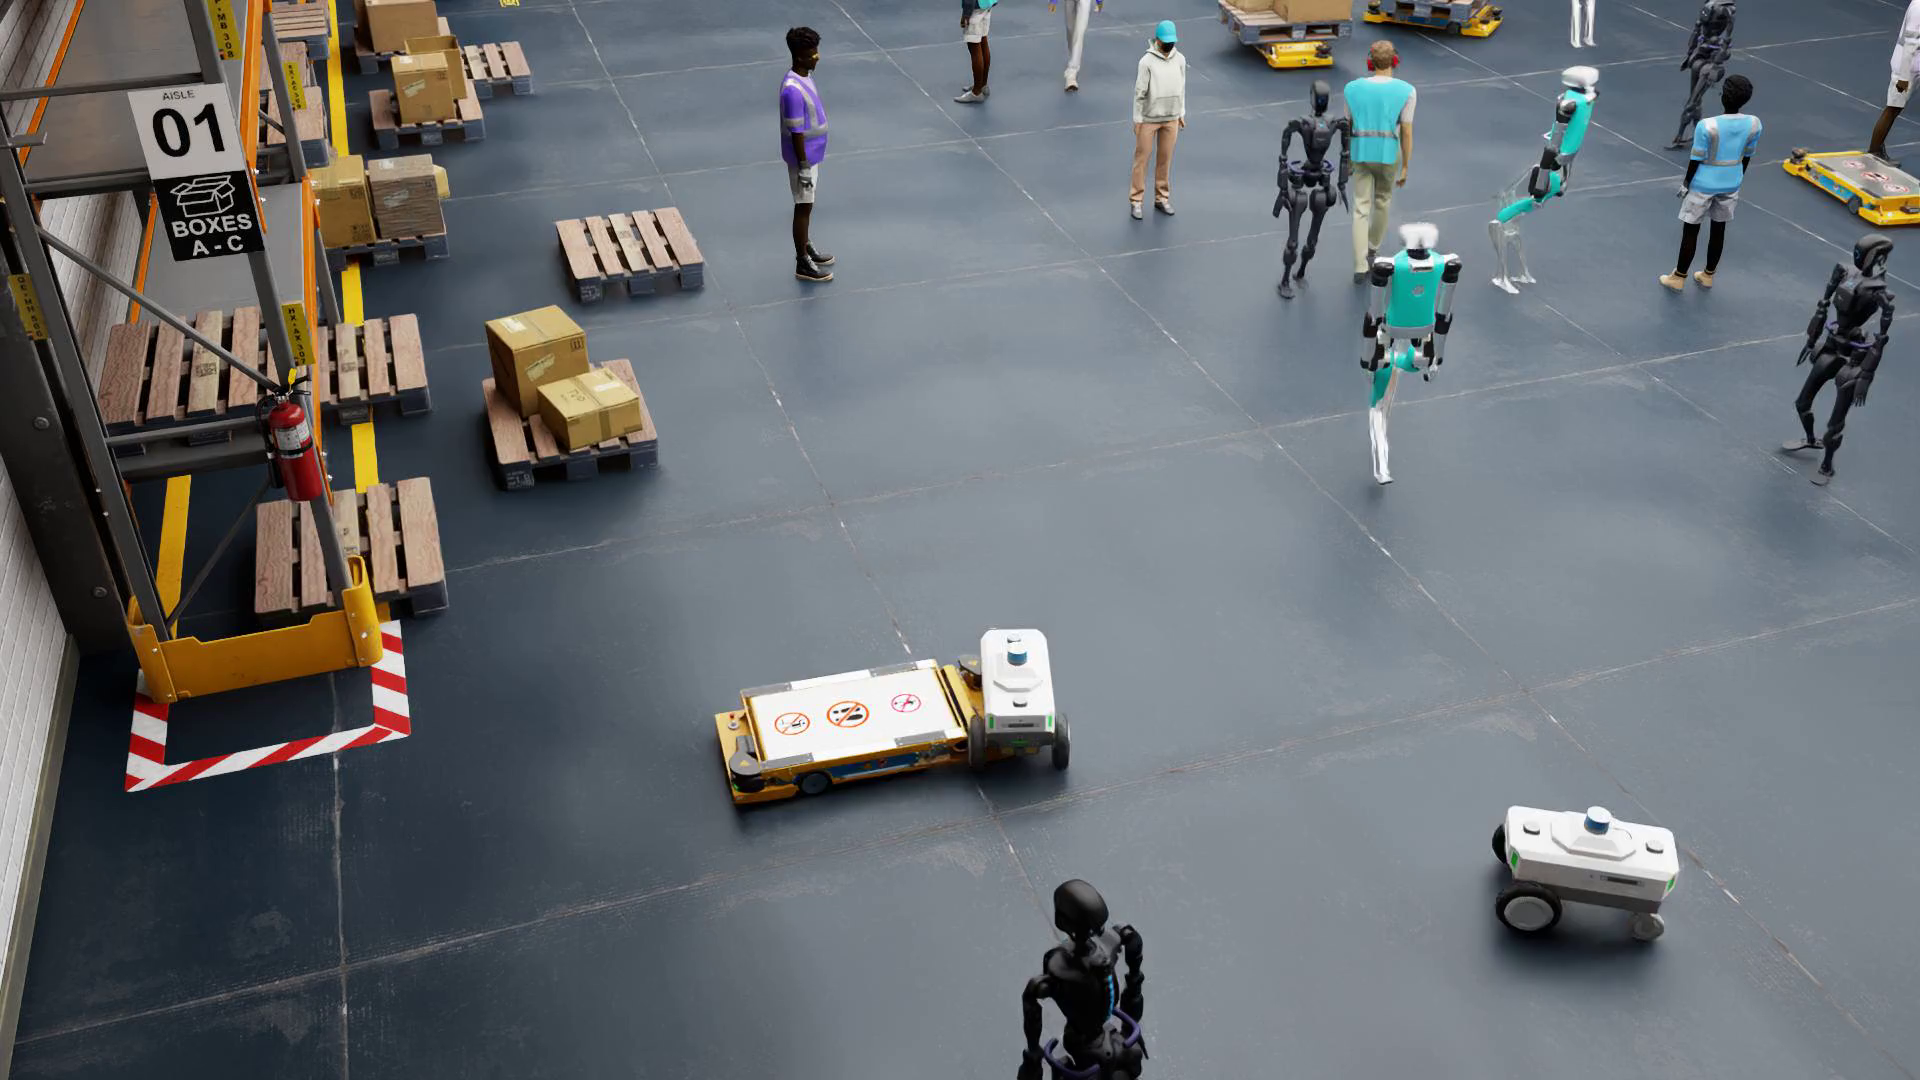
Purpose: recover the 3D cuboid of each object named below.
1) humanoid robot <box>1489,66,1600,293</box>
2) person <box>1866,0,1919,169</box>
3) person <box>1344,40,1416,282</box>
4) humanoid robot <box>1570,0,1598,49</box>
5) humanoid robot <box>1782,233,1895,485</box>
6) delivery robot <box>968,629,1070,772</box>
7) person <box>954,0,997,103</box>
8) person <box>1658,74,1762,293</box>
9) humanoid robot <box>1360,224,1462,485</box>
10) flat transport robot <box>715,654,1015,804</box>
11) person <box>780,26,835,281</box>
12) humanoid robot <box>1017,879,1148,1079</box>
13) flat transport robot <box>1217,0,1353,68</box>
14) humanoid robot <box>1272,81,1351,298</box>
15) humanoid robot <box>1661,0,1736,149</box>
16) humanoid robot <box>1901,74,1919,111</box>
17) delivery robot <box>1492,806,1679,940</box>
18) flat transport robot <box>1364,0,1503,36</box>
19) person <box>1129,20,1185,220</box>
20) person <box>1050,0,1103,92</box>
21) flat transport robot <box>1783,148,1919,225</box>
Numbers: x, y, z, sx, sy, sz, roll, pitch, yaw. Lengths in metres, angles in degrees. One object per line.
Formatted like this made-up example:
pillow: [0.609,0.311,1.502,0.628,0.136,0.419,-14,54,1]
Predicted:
humanoid robot: [4.400,-2.790,12.788,0.688,1.782,0.530,25,41,33]
person: [8.476,-4.204,14.782,0.368,1.933,0.551,22,39,30]
person: [3.247,-3.002,13.075,0.572,1.780,0.892,9,34,14]
humanoid robot: [6.915,-6.302,18.139,0.532,1.749,0.667,-1,33,-2]
humanoid robot: [5.515,-1.148,10.336,0.411,1.647,0.591,-10,34,-15]
delivery robot: [0.286,0.795,8.385,0.499,0.603,0.803,-1,33,-1]
person: [0.165,-5.312,16.477,0.422,1.941,0.552,11,35,16]
person: [5.749,-2.711,12.706,0.534,1.698,0.318,-6,34,-8]
humanoid robot: [2.708,-1.207,10.363,0.554,1.735,1.004,-1,33,-2]
flat transport robot: [-0.482,0.947,8.406,1.431,0.231,0.659,-8,34,-13]
person: [-1.195,-2.993,12.899,0.368,1.965,0.603,0,33,0]
humanoid robot: [0.426,1.820,5.819,0.616,1.620,0.785,-25,40,-33]
flat transport robot: [3.545,-5.504,18.300,0.659,0.231,1.431,-5,33,-8]
humanoid robot: [2.690,-2.659,12.663,0.586,1.650,0.501,-4,33,-6]
humanoid robot: [6.875,-4.456,15.408,0.549,1.643,0.590,-5,33,-7]
humanoid robot: [9.671,-4.996,16.231,0.870,1.834,0.559,7,34,10]
delivery robot: [2.750,1.446,7.397,0.802,0.614,0.499,7,34,11]
flat transport robot: [5.447,-6.044,19.128,1.431,0.231,0.659,17,37,24]
person: [1.680,-3.527,13.980,0.476,1.673,0.383,-11,35,-16]
person: [1.183,-5.524,16.928,0.520,1.805,0.954,6,34,9]
flat transport robot: [7.980,-3.129,14.657,0.659,0.231,1.431,-5,34,-8]
